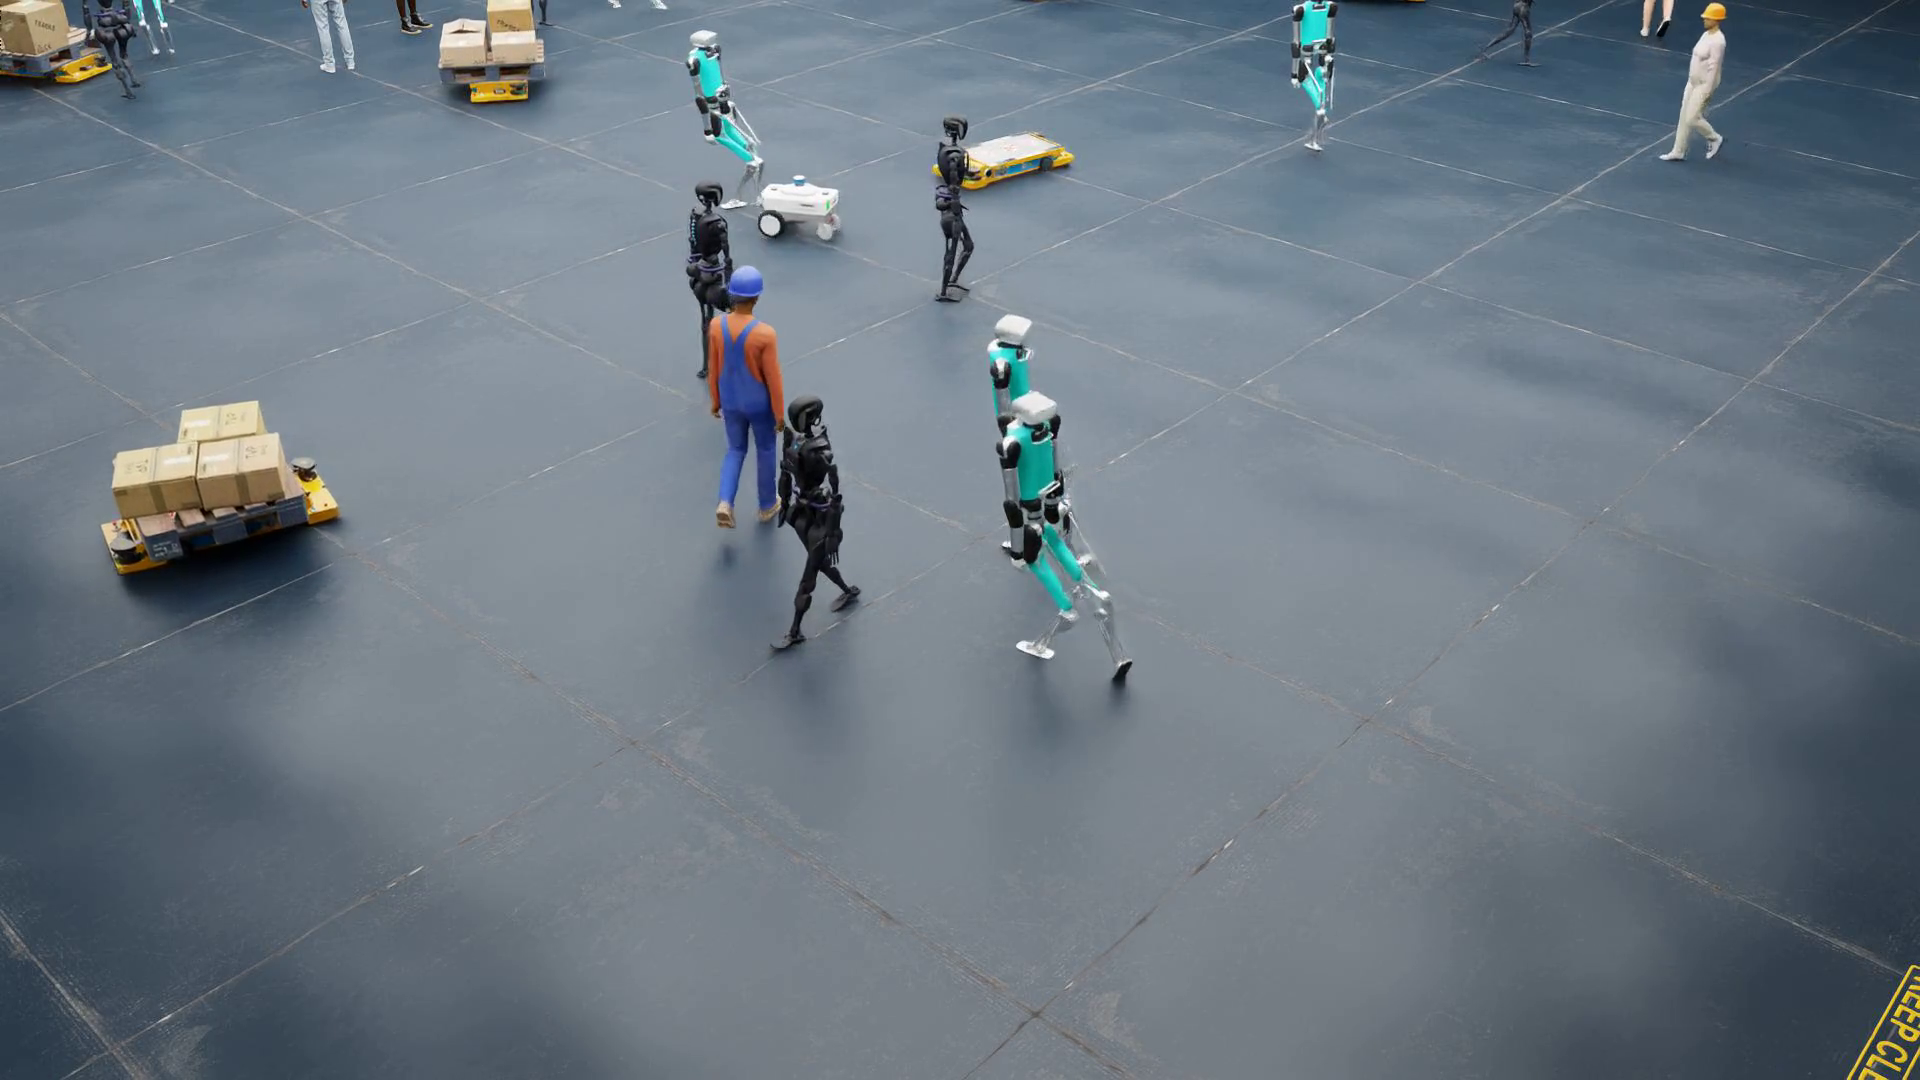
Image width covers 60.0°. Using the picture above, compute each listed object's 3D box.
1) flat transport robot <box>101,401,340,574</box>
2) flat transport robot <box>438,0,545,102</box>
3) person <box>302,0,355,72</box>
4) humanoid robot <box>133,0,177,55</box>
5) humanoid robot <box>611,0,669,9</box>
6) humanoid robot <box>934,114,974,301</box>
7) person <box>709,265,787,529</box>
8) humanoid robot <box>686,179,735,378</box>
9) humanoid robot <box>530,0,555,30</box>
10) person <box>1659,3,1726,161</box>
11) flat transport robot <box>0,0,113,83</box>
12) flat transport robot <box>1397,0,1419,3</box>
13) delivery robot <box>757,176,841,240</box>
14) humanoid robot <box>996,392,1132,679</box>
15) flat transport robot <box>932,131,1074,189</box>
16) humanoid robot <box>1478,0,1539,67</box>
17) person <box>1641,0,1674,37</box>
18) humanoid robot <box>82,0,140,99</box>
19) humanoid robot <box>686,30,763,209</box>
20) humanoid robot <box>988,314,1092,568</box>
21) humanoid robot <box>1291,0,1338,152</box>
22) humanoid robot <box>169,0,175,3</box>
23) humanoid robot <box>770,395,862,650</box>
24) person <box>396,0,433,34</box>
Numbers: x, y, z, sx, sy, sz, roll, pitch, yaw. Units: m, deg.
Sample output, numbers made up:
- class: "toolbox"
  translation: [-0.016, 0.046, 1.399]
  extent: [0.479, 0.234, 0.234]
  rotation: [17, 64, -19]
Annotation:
- class: "flat transport robot"
  translation: [-5.088, -0.175, 11.436]
  extent: [1.431, 0.231, 0.659]
  rotation: [-19, 36, -27]
- class: "flat transport robot"
  translation: [-5.633, -5.609, 20.186]
  extent: [0.659, 0.231, 1.431]
  rotation: [-6, 32, -10]
- class: "person"
  translation: [-7.814, -6.732, 20.431]
  extent: [0.592, 1.921, 0.392]
  rotation: [-21, 37, -30]
- class: "humanoid robot"
  translation: [-10.280, -6.926, 20.954]
  extent: [0.538, 1.843, 0.660]
  rotation: [-13, 34, -21]
- class: "humanoid robot"
  translation: [-4.580, -8.250, 23.062]
  extent: [0.966, 1.767, 0.549]
  rotation: [10, 33, 16]
- class: "humanoid robot"
  translation: [-0.051, -2.879, 14.451]
  extent: [0.363, 1.648, 0.609]
  rotation: [-1, 32, -2]
- class: "person"
  translation: [-1.430, -0.905, 11.076]
  extent: [0.545, 1.886, 0.641]
  rotation: [9, 33, 14]
- class: "humanoid robot"
  translation: [-1.956, -2.059, 13.135]
  extent: [0.361, 1.651, 0.610]
  rotation: [-23, 38, -32]
- class: "humanoid robot"
  translation: [-5.701, -7.687, 22.193]
  extent: [0.309, 1.652, 0.613]
  rotation: [20, 37, 29]
- class: "person"
  translation: [7.854, -4.799, 17.531]
  extent: [0.506, 1.681, 0.497]
  rotation: [-1, 32, -1]
- class: "flat transport robot"
  translation: [-11.362, -5.899, 20.653]
  extent: [1.431, 0.231, 0.659]
  rotation: [9, 33, 14]
- class: "flat transport robot"
  translation: [5.985, -7.936, 23.934]
  extent: [1.431, 0.231, 0.659]
  rotation: [1, 32, 1]
- class: "delivery robot"
  translation: [-1.557, -3.215, 16.069]
  extent: [0.803, 0.603, 0.499]
  rotation: [7, 33, 11]
- class: "humanoid robot"
  translation: [0.686, 0.059, 9.693]
  extent: [0.966, 1.784, 0.536]
  rotation: [20, 37, 29]
- class: "flat transport robot"
  translation: [0.468, -4.037, 17.655]
  extent: [1.431, 0.231, 0.659]
  rotation: [-23, 38, -32]
- class: "humanoid robot"
  translation: [6.972, -6.763, 20.768]
  extent: [0.778, 1.638, 0.608]
  rotation: [11, 33, 17]
- class: "person"
  translation: [9.210, -7.485, 21.700]
  extent: [0.540, 1.860, 0.582]
  rotation: [9, 33, 14]
- class: "humanoid robot"
  translation: [-10.003, -6.044, 19.556]
  extent: [0.396, 1.648, 0.603]
  rotation: [23, 38, 32]
- class: "humanoid robot"
  translation: [-2.195, -4.075, 16.324]
  extent: [0.802, 1.778, 0.591]
  rotation: [12, 34, 18]
- class: "humanoid robot"
  translation: [0.574, -0.550, 10.731]
  extent: [0.788, 1.885, 0.563]
  rotation: [7, 32, 11]
- class: "humanoid robot"
  translation: [3.858, -4.922, 17.716]
  extent: [0.532, 1.798, 0.804]
  rotation: [-13, 34, -20]
- class: "humanoid robot"
  translation: [-11.251, -8.466, 23.372]
  extent: [0.530, 1.774, 0.657]
  rotation: [-18, 36, -26]
- class: "humanoid robot"
  translation: [-0.909, -0.154, 10.112]
  extent: [0.794, 1.624, 0.609]
  rotation: [-24, 39, -33]
- class: "person"
  translation: [-7.369, -7.734, 22.001]
  extent: [0.364, 1.965, 0.608]
  rotation: [8, 33, 13]
